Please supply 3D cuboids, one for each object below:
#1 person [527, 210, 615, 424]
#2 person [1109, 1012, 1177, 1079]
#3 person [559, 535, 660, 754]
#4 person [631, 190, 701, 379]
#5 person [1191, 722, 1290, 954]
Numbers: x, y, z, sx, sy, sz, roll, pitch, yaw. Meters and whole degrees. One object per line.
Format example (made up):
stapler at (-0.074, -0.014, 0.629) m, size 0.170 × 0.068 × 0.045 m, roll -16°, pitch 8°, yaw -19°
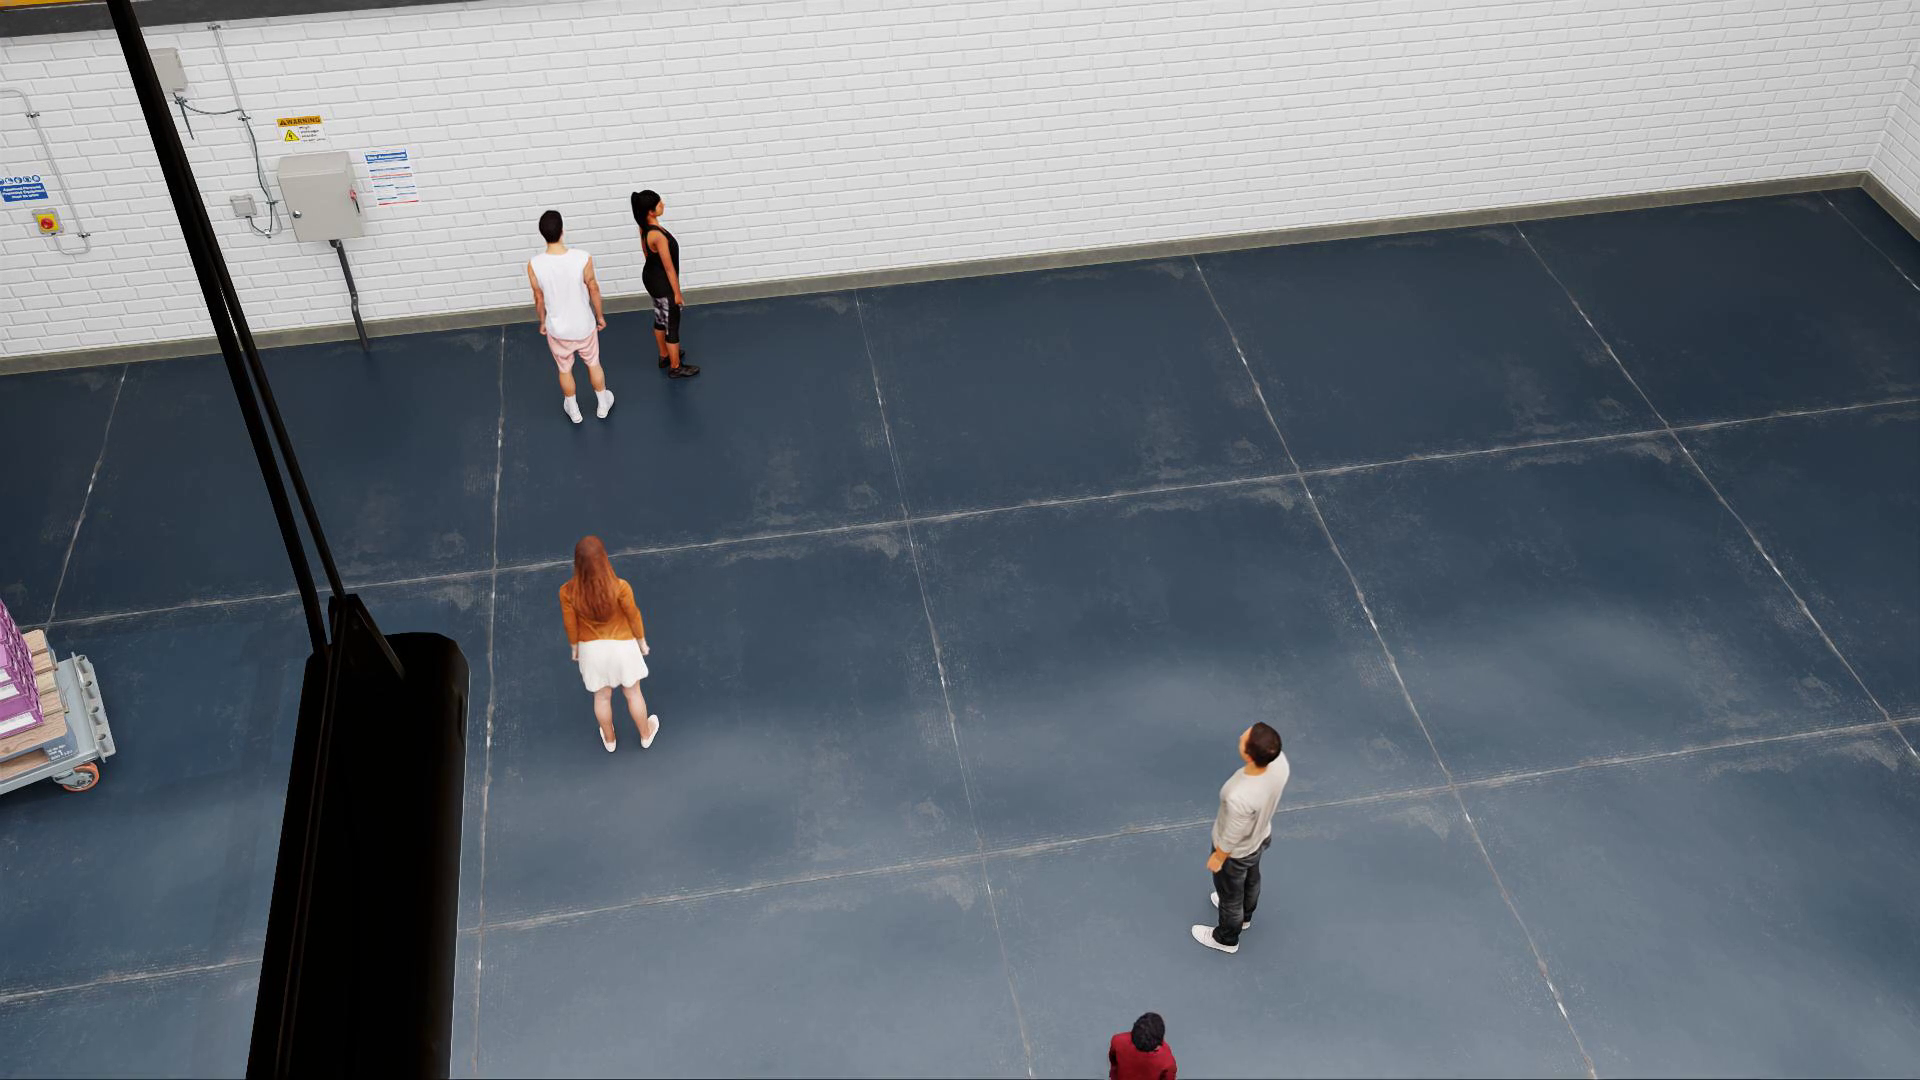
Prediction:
person at (-2.927, -1.647, 12.444) m, size 0.651 × 1.786 × 0.559 m, roll -9°, pitch 44°, yaw -10°
person at (0.859, 2.763, 8.222) m, size 0.755 × 1.225 × 0.916 m, roll 14°, pitch 45°, yaw 14°
person at (-2.131, 0.652, 10.078) m, size 0.626 × 1.722 × 0.567 m, roll -5°, pitch 44°, yaw -5°
person at (-2.313, -2.000, 12.907) m, size 0.708 × 1.659 × 0.575 m, roll -24°, pitch 49°, yaw -23°
person at (1.543, 1.610, 9.006) m, size 0.770 × 1.812 × 0.719 m, roll 28°, pitch 50°, yaw 26°
